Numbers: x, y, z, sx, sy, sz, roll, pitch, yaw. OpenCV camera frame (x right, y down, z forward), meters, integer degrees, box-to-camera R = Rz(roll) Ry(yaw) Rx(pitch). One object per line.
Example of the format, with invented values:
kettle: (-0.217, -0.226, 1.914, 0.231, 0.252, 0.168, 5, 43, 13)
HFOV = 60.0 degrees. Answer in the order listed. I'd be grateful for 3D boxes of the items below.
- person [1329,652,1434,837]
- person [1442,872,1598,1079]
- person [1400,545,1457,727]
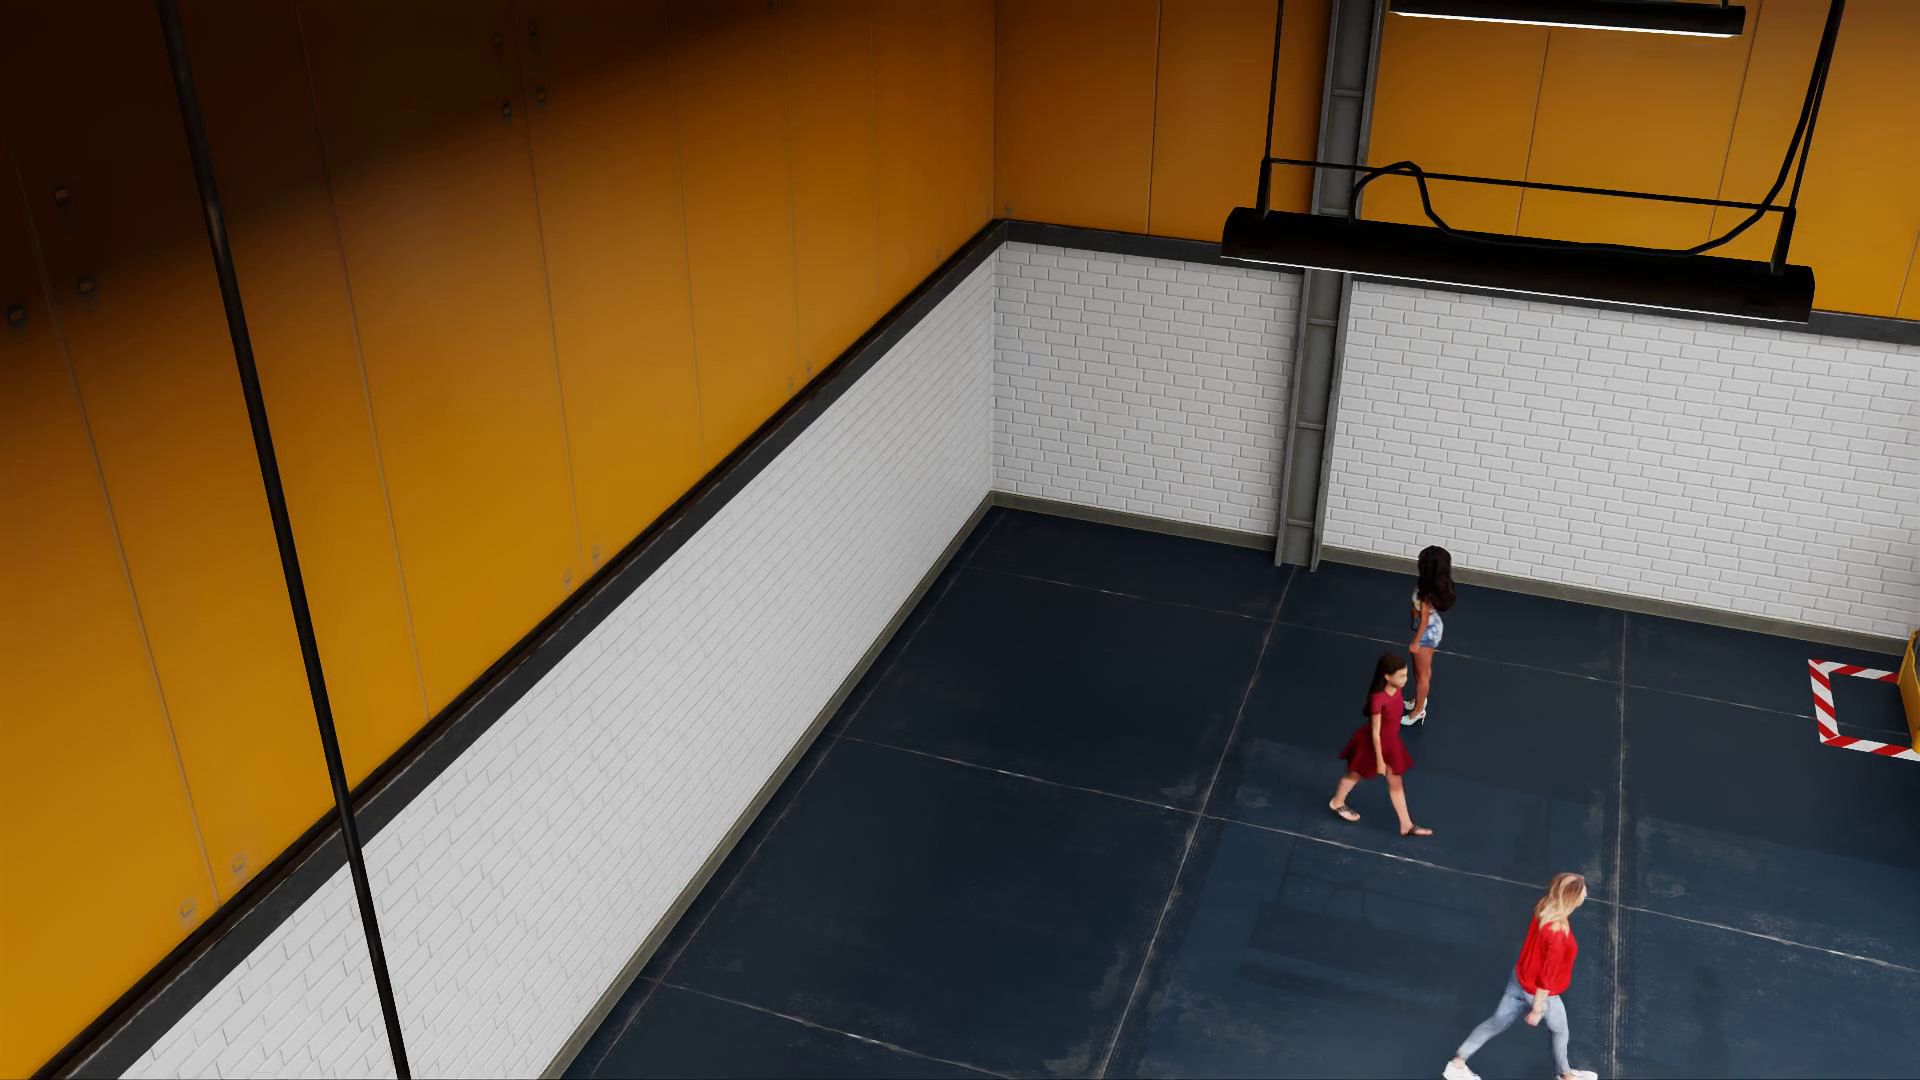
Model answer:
person: (2.992, 1.479, 12.216, 1.110, 1.509, 0.815, 23, 36, 36)
person: (3.335, 2.668, 9.882, 1.251, 1.657, 0.895, 0, 29, 0)
person: (3.742, 0.766, 13.403, 0.550, 1.625, 0.551, 11, 30, 19)
